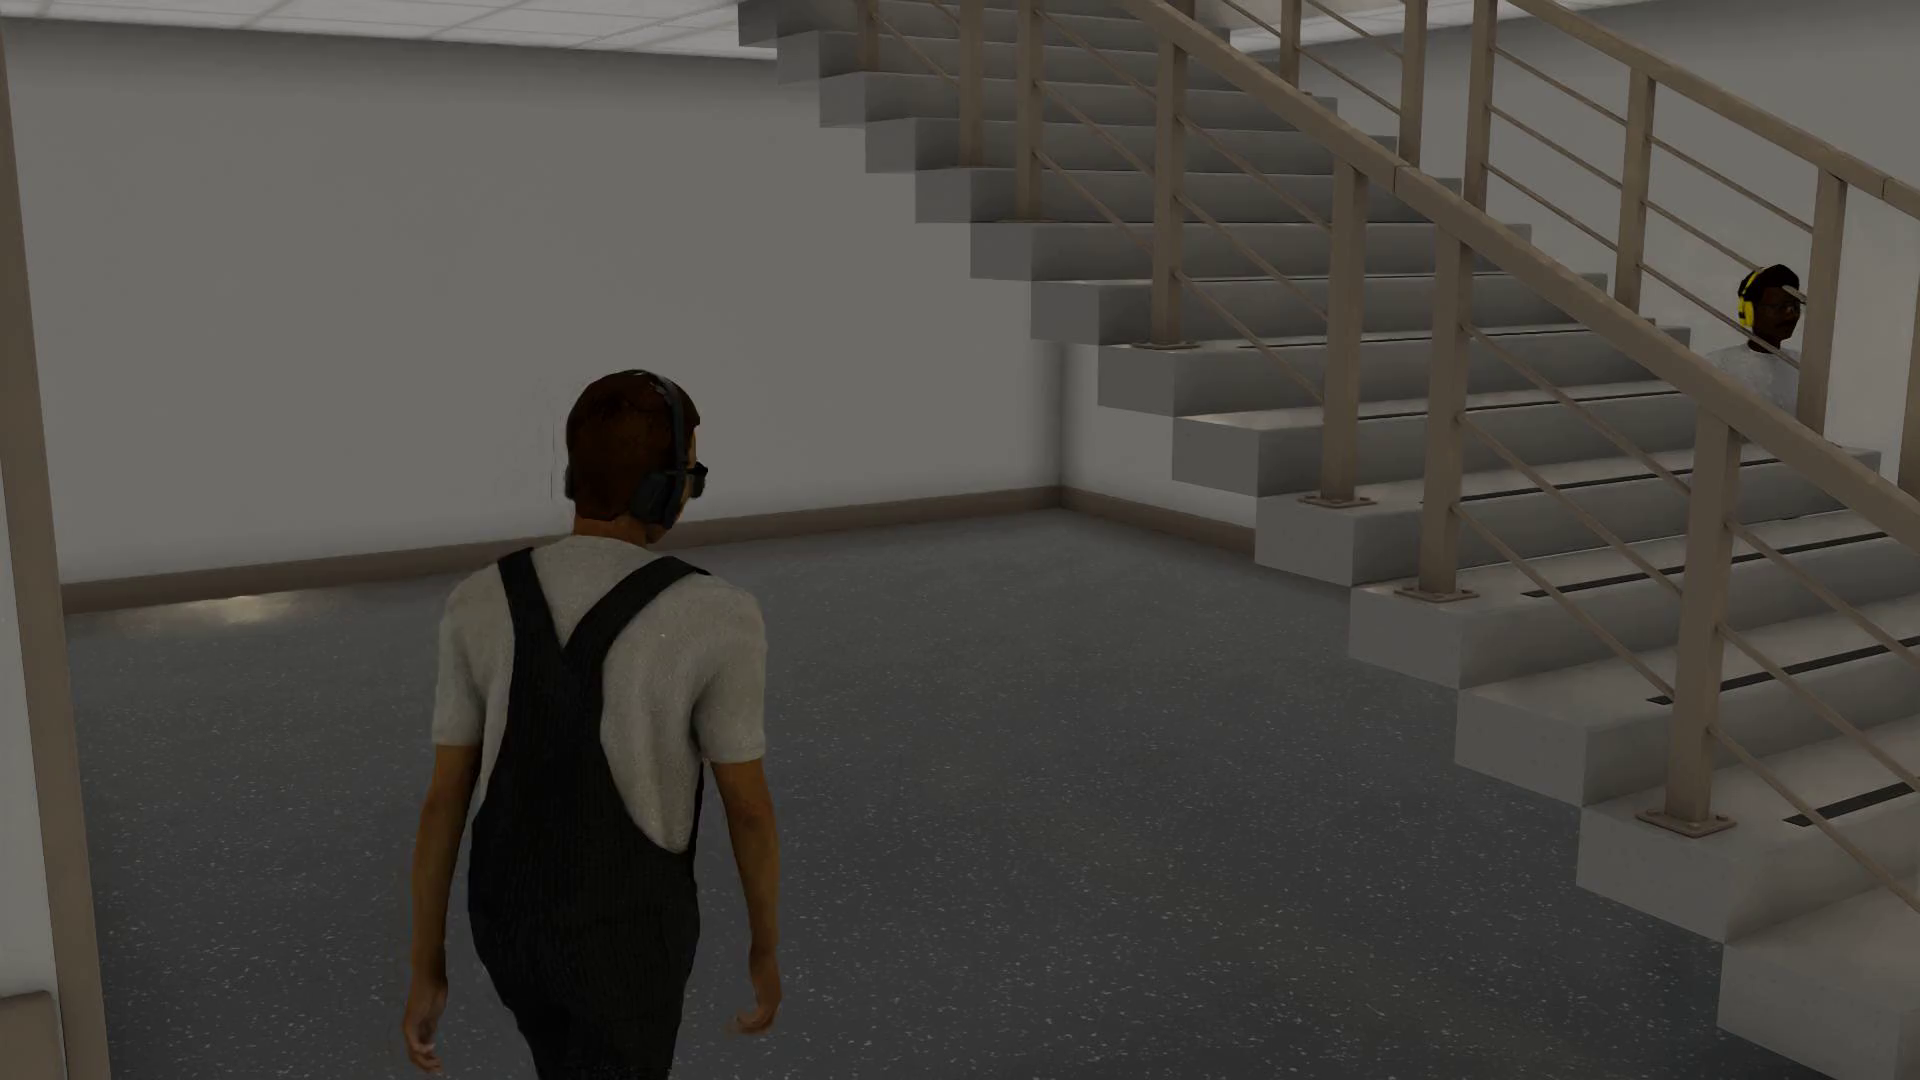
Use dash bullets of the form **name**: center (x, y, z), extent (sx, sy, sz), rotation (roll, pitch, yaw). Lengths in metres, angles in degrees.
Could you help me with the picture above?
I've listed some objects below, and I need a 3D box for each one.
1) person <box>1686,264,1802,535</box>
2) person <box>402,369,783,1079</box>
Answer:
- **person**: center (3.001, -0.101, 6.323), extent (0.518, 1.874, 0.326), rotation (-3, 11, -18)
- **person**: center (-0.555, 0.637, 2.640), extent (0.533, 1.787, 0.983), rotation (3, 11, 14)
